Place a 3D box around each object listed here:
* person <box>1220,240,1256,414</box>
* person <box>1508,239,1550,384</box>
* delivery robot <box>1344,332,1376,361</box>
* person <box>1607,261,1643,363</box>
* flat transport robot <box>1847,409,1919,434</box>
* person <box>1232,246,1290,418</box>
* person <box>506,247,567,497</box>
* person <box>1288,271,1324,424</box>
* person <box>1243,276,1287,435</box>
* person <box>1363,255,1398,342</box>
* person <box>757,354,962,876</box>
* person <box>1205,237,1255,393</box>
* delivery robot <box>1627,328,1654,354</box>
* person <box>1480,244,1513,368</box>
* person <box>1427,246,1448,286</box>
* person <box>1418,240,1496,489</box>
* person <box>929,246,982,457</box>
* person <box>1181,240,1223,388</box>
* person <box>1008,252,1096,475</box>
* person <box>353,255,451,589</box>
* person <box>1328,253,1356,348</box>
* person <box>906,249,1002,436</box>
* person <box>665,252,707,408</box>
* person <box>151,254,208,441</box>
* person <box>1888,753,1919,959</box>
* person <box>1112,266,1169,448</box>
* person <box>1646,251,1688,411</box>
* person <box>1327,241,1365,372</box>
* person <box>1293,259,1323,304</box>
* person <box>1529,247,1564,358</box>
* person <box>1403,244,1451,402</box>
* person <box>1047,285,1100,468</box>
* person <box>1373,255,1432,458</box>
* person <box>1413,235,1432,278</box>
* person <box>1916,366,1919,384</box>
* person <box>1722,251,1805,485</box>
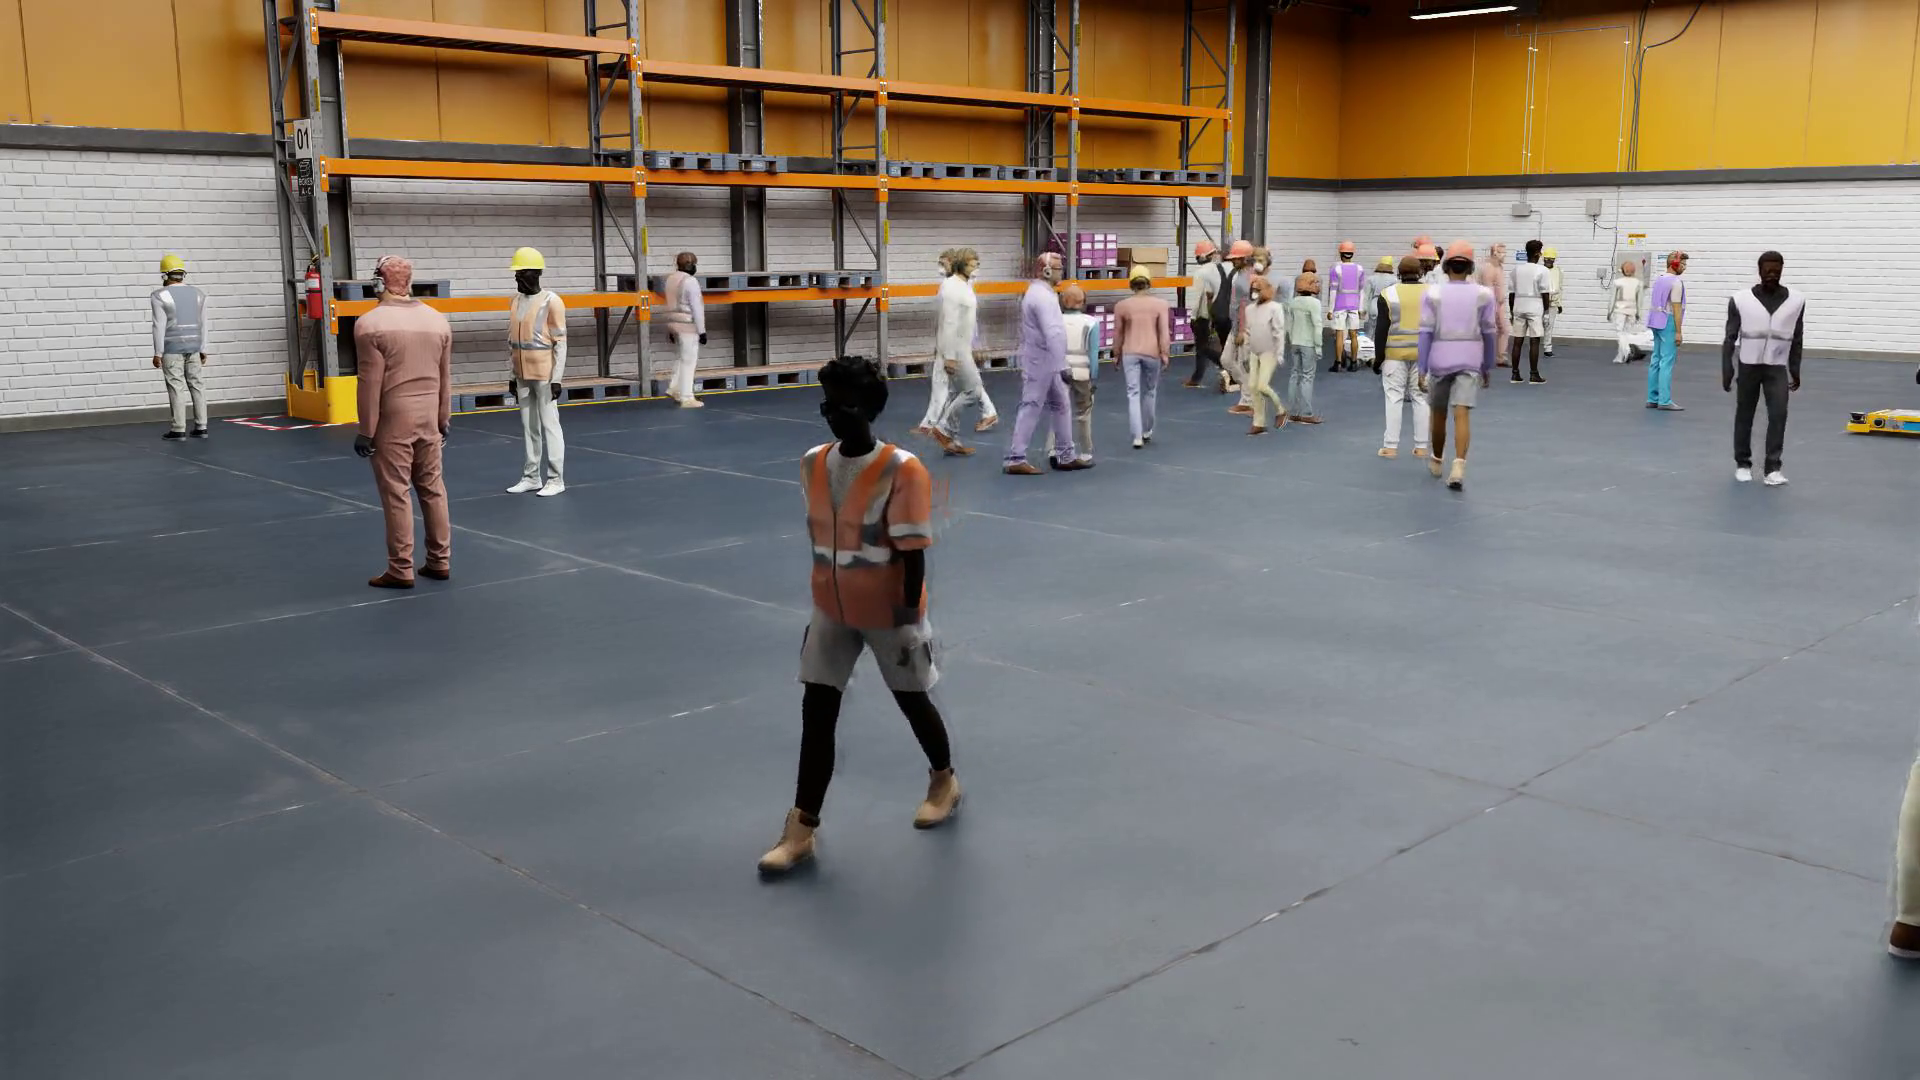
[{"bbox_3d":[3.192,-2.403,18.857,0.428,1.966,0.612,-2,11,-10],"label":"person"},{"bbox_3d":[7.764,-3.105,22.675,0.367,1.967,0.600,-9,14,-41],"label":"person"},{"bbox_3d":[6.087,-2.923,25.281,0.477,0.478,0.707,0,10,-3],"label":"delivery robot"},{"bbox_3d":[10.461,-3.564,26.119,0.523,1.616,0.658,-1,10,-5],"label":"person"},{"bbox_3d":[9.794,-1.162,16.709,0.652,0.197,1.431,-10,14,-44],"label":"flat transport robot"},{"bbox_3d":[3.393,-2.347,18.714,0.636,1.916,0.847,5,12,27],"label":"person"},{"bbox_3d":[-3.307,-1.300,12.942,0.585,1.928,0.368,7,12,33],"label":"person"},{"bbox_3d":[3.732,-2.069,17.931,0.280,1.636,0.501,-5,12,-26],"label":"person"},{"bbox_3d":[3.070,-1.860,16.823,0.395,1.616,0.527,-7,12,-33],"label":"person"},{"bbox_3d":[6.569,-3.554,25.813,0.509,1.707,0.842,6,12,31],"label":"person"},{"bbox_3d":[-0.287,0.214,5.452,0.541,1.653,0.887,7,12,32],"label":"person"},{"bbox_3d":[3.464,-2.886,21.284,0.687,2.000,0.860,7,12,32],"label":"person"},{"bbox_3d":[11.127,-3.201,26.791,0.707,0.478,0.477,8,13,38],"label":"delivery robot"},{"bbox_3d":[8.216,-3.542,25.263,0.722,1.885,0.673,7,13,35],"label":"person"},{"bbox_3d":[7.154,-3.495,25.104,0.515,1.866,0.330,-10,14,-42],"label":"person"},{"bbox_3d":[4.024,-1.424,13.503,0.624,1.989,1.070,2,11,13],"label":"person"},{"bbox_3d":[0.012,-1.676,15.014,0.443,1.915,0.720,1,10,7],"label":"person"},{"bbox_3d":[3.301,-2.955,21.884,0.814,1.969,0.613,9,13,39],"label":"person"},{"bbox_3d":[0.810,-1.473,14.047,0.881,1.872,0.660,0,10,2],"label":"person"},{"bbox_3d":[-3.228,-0.676,9.597,0.405,1.906,0.652,6,12,30],"label":"person"},{"bbox_3d":[6.933,-4.388,29.990,0.555,1.847,0.403,5,12,26],"label":"person"},{"bbox_3d":[-0.028,-2.003,16.905,1.035,1.900,0.640,-3,11,-16],"label":"person"},{"bbox_3d":[-3.211,-2.462,19.562,0.435,1.832,0.641,-7,12,-34],"label":"person"},{"bbox_3d":[-7.730,-1.898,16.460,0.404,1.831,0.600,6,12,28],"label":"person"},{"bbox_3d":[2.950,0.260,4.721,0.791,1.820,0.547,-5,12,-25],"label":"person"},{"bbox_3d":[1.739,-1.772,16.056,0.539,1.714,0.888,1,10,5],"label":"person"},{"bbox_3d":[8.196,-2.424,19.315,0.391,1.837,0.563,-1,10,-3],"label":"person"},{"bbox_3d":[5.695,-3.444,24.603,0.543,1.939,0.362,-2,11,-10],"label":"person"},{"bbox_3d":[6.139,-4.152,29.366,0.499,1.616,0.583,2,11,13],"label":"person"},{"bbox_3d":[9.687,-3.916,27.479,0.591,1.828,0.404,-1,10,-6],"label":"person"},{"bbox_3d":[5.683,-2.605,20.123,0.876,1.899,0.563,3,11,15],"label":"person"},{"bbox_3d":[0.964,-1.435,14.592,0.521,1.594,0.881,4,11,21],"label":"person"},{"bbox_3d":[4.063,-1.660,15.146,0.634,1.839,0.429,-1,10,-4],"label":"person"},{"bbox_3d":[7.282,-3.827,26.453,0.488,2.023,0.633,8,13,39],"label":"person"},{"bbox_3d":[8.427,-1.507,14.189,0.616,1.878,0.616,1,10,4],"label":"person"},{"bbox_3d":[6.510,-1.374,13.448,0.637,1.884,0.837,2,11,11],"label":"person"}]
